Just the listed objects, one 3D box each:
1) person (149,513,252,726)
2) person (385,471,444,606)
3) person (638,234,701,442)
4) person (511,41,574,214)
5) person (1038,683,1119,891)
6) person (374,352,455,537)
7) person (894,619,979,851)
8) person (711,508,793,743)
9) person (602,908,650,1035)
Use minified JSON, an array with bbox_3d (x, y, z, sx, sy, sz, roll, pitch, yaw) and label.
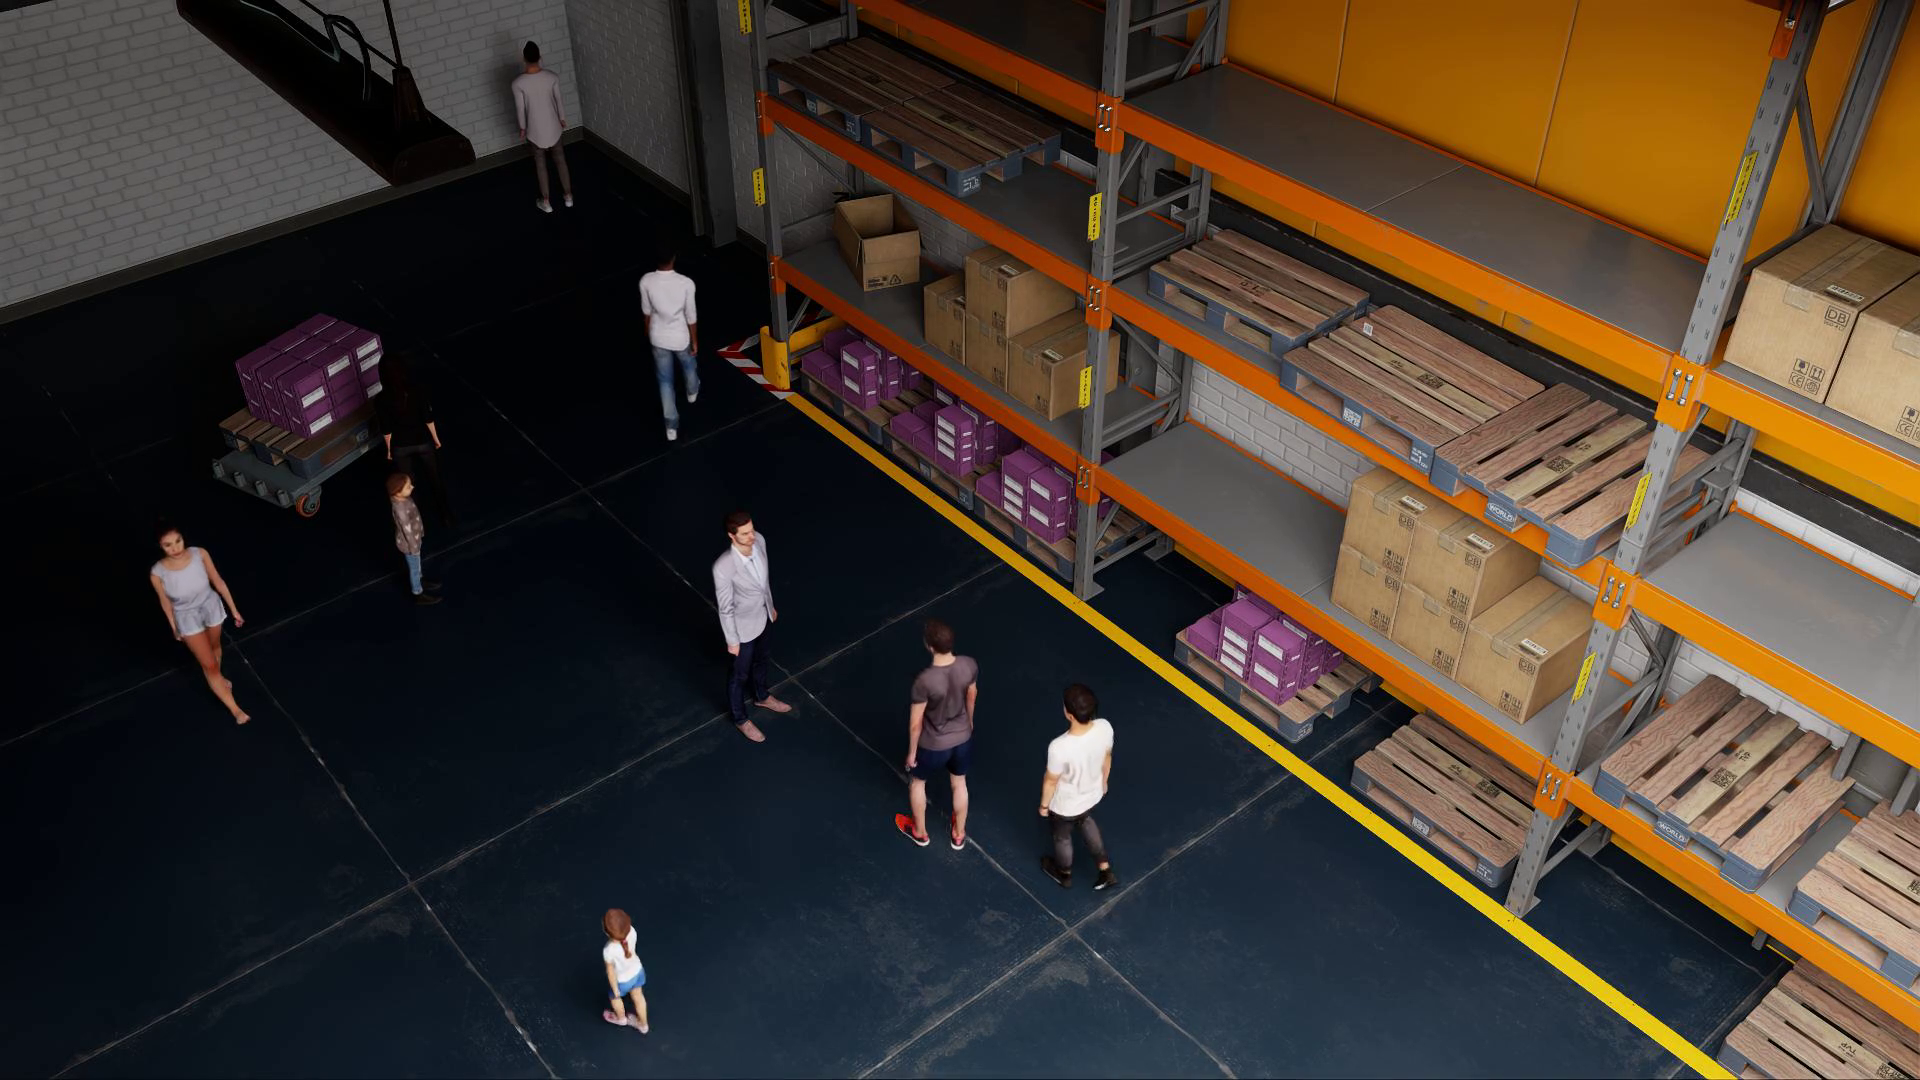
[{"bbox_3d":[-5.349,0.481,11.604,0.995,1.581,0.656,29,47,32],"label":"person"},{"bbox_3d":[-4.162,-0.031,12.556,0.598,1.195,0.501,-11,40,-13],"label":"person"},{"bbox_3d":[-2.485,-1.692,14.175,1.106,1.769,1.252,-1,39,-2],"label":"person"},{"bbox_3d":[-4.368,-4.341,17.434,0.702,1.841,0.618,-20,43,-23],"label":"person"},{"bbox_3d":[0.745,1.577,10.130,0.622,1.709,0.792,-27,46,-29],"label":"person"},{"bbox_3d":[-4.315,-0.752,13.101,0.619,1.641,0.584,-16,41,-19],"label":"person"},{"bbox_3d":[-0.089,1.256,10.419,0.739,1.849,0.708,-16,41,-19],"label":"person"},{"bbox_3d":[-1.446,0.531,11.324,0.709,1.853,0.750,20,43,23],"label":"person"},{"bbox_3d":[-1.892,2.497,9.539,0.566,1.009,0.492,23,44,26],"label":"person"}]
